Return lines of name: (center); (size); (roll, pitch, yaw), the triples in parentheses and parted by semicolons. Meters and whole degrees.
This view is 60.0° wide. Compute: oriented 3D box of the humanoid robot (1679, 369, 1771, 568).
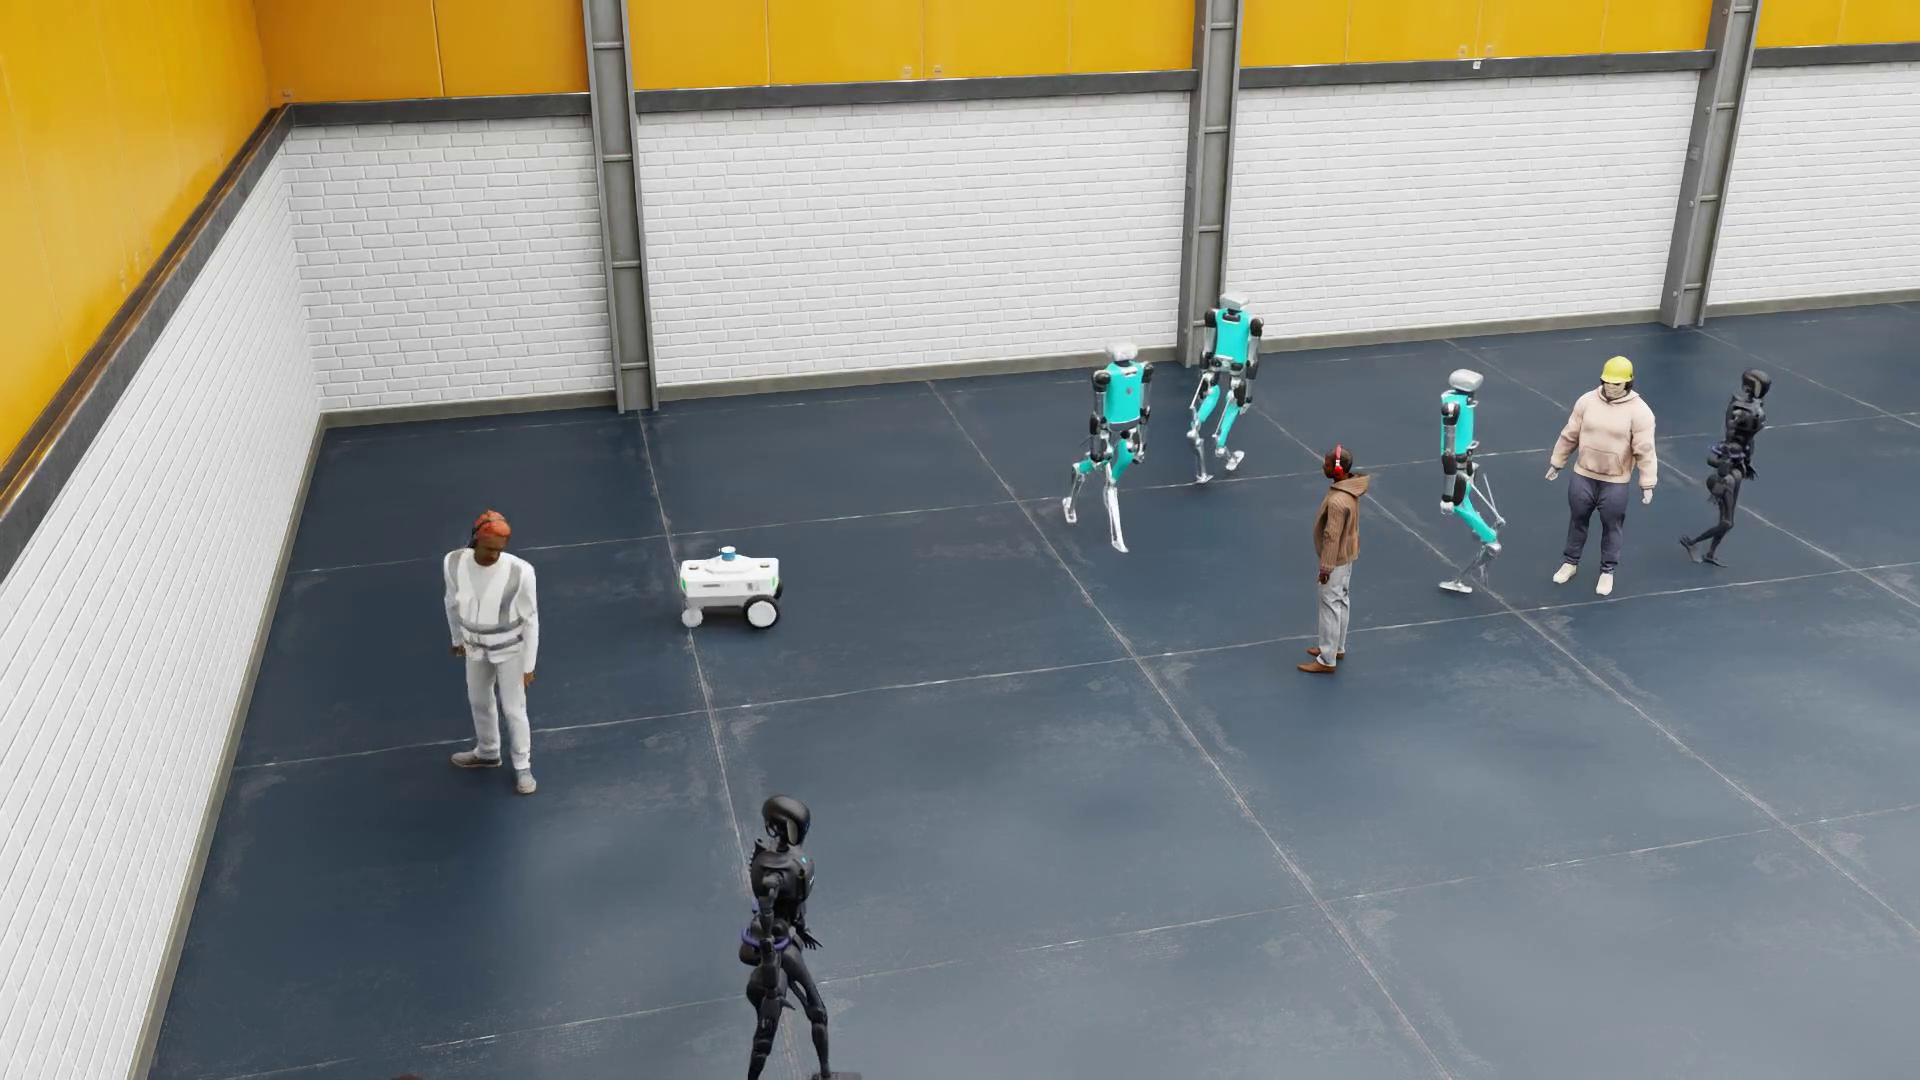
humanoid robot: (5.977, -0.560, 12.893); (0.355, 1.644, 0.613); (21, 31, 39)

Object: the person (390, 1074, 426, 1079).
person: (-1.780, 2.538, 5.728); (0.377, 1.775, 0.466); (-22, 32, -40)

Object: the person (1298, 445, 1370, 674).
person: (2.561, 0.136, 11.342); (0.327, 1.648, 0.462); (10, 26, 22)

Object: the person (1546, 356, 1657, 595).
person: (4.854, -0.506, 12.543); (0.796, 1.858, 0.442); (18, 30, 35)

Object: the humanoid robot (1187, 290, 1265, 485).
humanoid robot: (2.245, -1.256, 14.381); (0.549, 1.732, 1.022); (14, 27, 28)

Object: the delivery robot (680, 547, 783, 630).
delivery robot: (-1.668, 0.346, 12.238); (0.813, 0.610, 0.499); (-2, 24, -4)

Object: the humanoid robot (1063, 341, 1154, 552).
humanoid robot: (1.113, -0.837, 13.471); (0.543, 1.768, 0.954); (-12, 26, -25)

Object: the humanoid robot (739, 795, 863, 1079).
humanoid robot: (-0.764, 1.850, 7.423); (0.598, 1.637, 0.612); (4, 24, 8)

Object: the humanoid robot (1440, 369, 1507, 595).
humanoid robot: (3.874, -0.309, 12.371); (0.750, 1.897, 0.539); (13, 27, 26)

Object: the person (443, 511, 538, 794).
person: (-2.826, 0.646, 9.936); (0.750, 1.846, 0.398); (7, 25, 15)
